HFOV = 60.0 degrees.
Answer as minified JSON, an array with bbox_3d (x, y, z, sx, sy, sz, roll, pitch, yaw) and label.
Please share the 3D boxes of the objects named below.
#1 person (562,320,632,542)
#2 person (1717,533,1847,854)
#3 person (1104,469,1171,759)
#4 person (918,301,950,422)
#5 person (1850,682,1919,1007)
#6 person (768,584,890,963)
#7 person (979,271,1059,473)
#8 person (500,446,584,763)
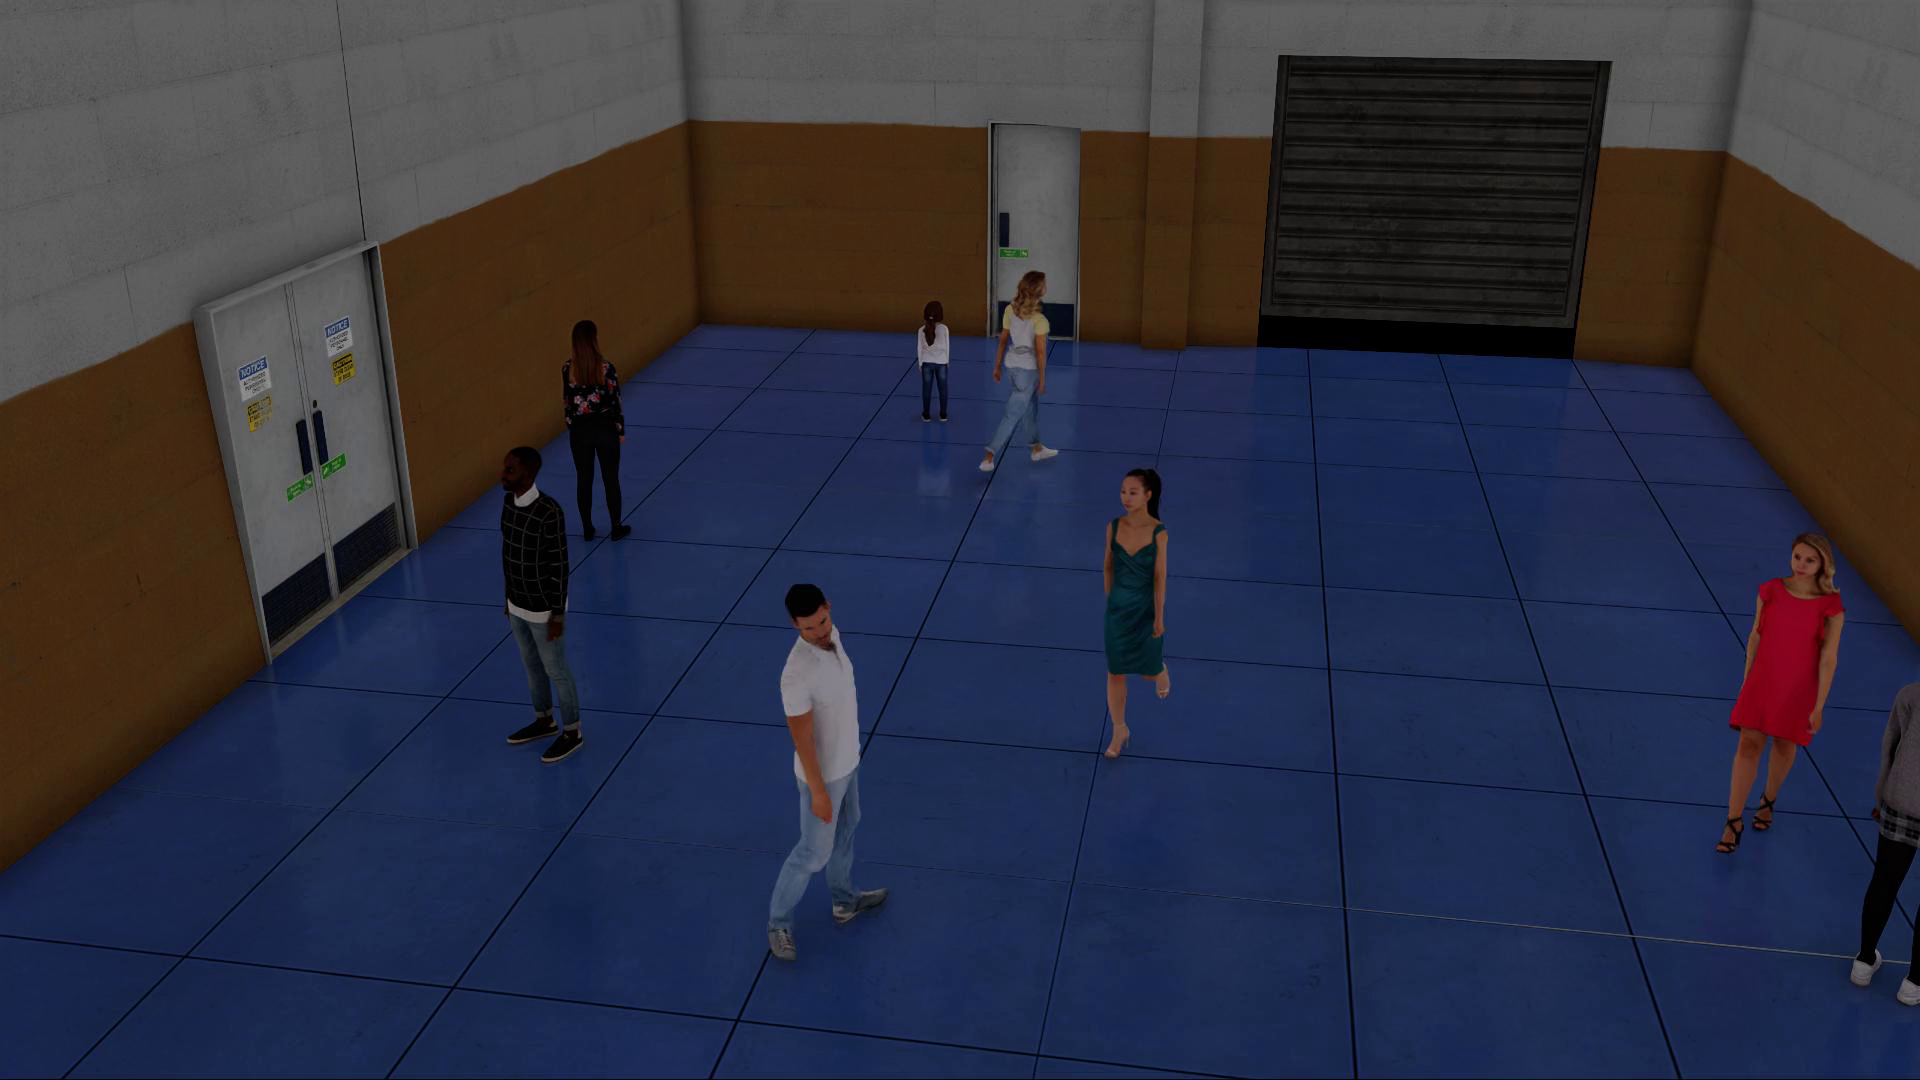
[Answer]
[{"bbox_3d":[-2.705,-0.805,12.302,0.475,1.681,0.659,1,22,3],"label":"person"},{"bbox_3d":[4.214,0.731,8.448,0.915,1.704,0.887,16,27,34],"label":"person"},{"bbox_3d":[1.019,0.412,9.322,0.902,1.644,0.793,12,25,27],"label":"person"},{"bbox_3d":[-0.230,-1.637,15.138,0.451,1.110,0.534,-1,22,-2],"label":"person"},{"bbox_3d":[4.205,1.186,7.226,0.751,1.771,0.659,-19,29,-39],"label":"person"},{"bbox_3d":[-0.599,0.991,7.626,0.705,1.834,0.852,0,22,-1],"label":"person"},{"bbox_3d":[0.458,-1.312,13.558,1.174,1.670,1.165,18,28,37],"label":"person"},{"bbox_3d":[-2.345,0.335,9.277,0.689,1.820,0.807,19,29,39],"label":"person"}]
